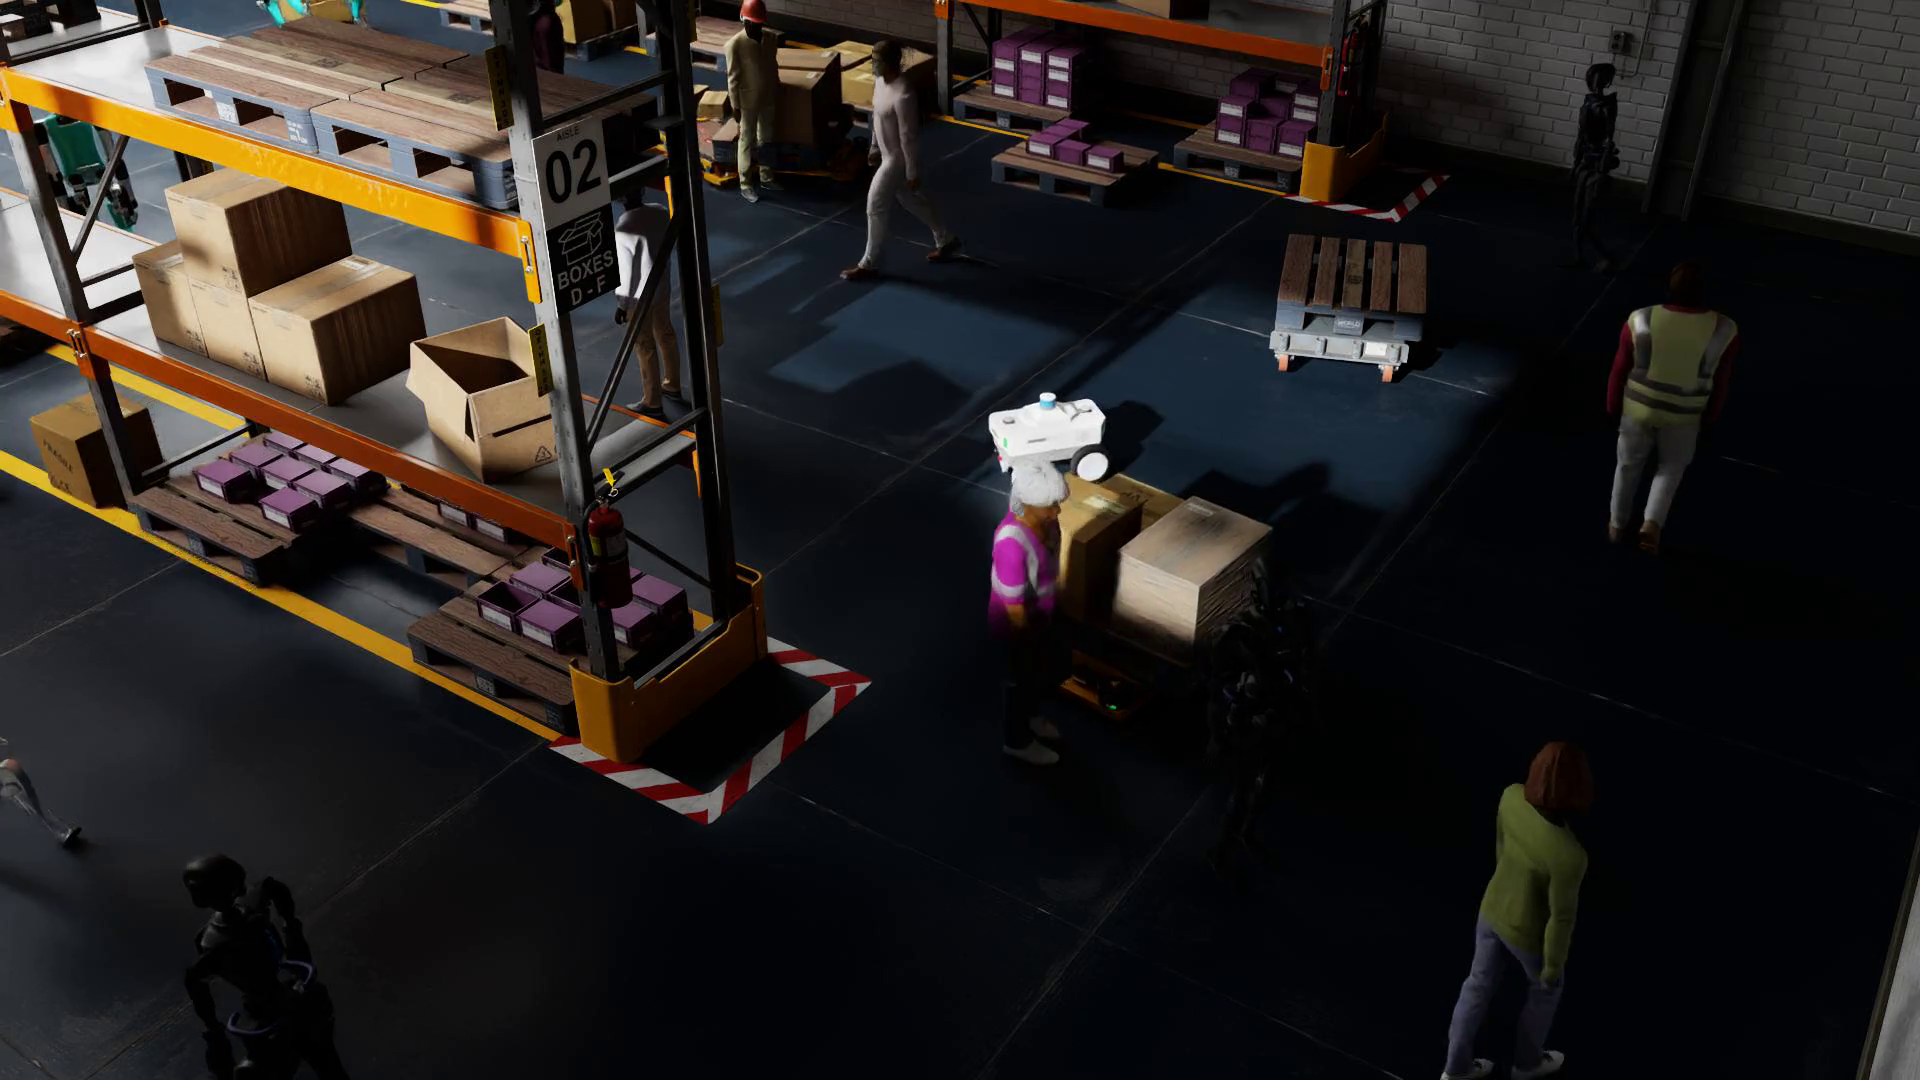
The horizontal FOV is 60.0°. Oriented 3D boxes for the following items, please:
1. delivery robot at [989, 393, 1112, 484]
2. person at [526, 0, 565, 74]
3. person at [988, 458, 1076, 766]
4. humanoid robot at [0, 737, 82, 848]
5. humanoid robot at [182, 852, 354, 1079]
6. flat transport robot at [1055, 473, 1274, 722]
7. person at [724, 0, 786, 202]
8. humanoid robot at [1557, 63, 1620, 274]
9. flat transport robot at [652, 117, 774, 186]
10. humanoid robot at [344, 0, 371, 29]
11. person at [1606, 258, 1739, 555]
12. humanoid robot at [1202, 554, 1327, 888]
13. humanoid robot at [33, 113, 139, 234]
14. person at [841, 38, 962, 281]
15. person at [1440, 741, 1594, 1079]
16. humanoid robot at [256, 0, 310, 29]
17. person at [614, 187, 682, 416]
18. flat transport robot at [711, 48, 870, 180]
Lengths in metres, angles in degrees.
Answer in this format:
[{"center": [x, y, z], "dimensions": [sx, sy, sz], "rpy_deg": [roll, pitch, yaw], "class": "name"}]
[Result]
[{"center": [0.588, -0.651, 10.626], "dimensions": [0.781, 0.610, 0.509], "rpy_deg": [-9, 34, -14], "class": "delivery robot"}, {"center": [-3.569, -4.094, 14.666], "dimensions": [0.442, 1.903, 0.632], "rpy_deg": [-7, 34, -11], "class": "person"}, {"center": [0.346, 0.359, 7.901], "dimensions": [0.394, 1.820, 0.567], "rpy_deg": [15, 36, 21], "class": "person"}, {"center": [-4.461, 0.797, 7.380], "dimensions": [0.837, 1.858, 0.549], "rpy_deg": [-2, 33, -4], "class": "humanoid robot"}, {"center": [-2.459, 1.732, 5.963], "dimensions": [0.793, 1.625, 0.586], "rpy_deg": [7, 34, 11], "class": "humanoid robot"}, {"center": [1.033, 0.473, 9.146], "dimensions": [0.659, 0.231, 1.431], "rpy_deg": [25, 40, 33], "class": "flat transport robot"}, {"center": [-1.744, -3.818, 14.381], "dimensions": [0.342, 1.747, 0.571], "rpy_deg": [27, 41, 34], "class": "person"}, {"center": [5.047, -2.916, 13.079], "dimensions": [0.495, 1.629, 0.628], "rpy_deg": [0, 33, 0], "class": "humanoid robot"}, {"center": [-2.309, -3.634, 15.458], "dimensions": [0.659, 0.231, 1.431], "rpy_deg": [-22, 39, -30], "class": "flat transport robot"}, {"center": [-6.511, -6.052, 17.850], "dimensions": [0.790, 1.794, 0.558], "rpy_deg": [21, 39, 29], "class": "humanoid robot"}, {"center": [4.027, -0.730, 9.565], "dimensions": [0.637, 1.825, 0.530], "rpy_deg": [14, 35, 20], "class": "person"}, {"center": [1.345, 0.781, 7.378], "dimensions": [0.593, 1.656, 0.343], "rpy_deg": [-14, 36, -20], "class": "humanoid robot"}, {"center": [-6.203, -2.350, 12.144], "dimensions": [0.590, 1.771, 0.854], "rpy_deg": [-24, 40, -32], "class": "humanoid robot"}, {"center": [-0.449, -2.985, 12.980], "dimensions": [0.999, 1.893, 0.640], "rpy_deg": [-8, 34, -11], "class": "person"}, {"center": [2.182, 1.465, 6.391], "dimensions": [0.608, 1.600, 0.526], "rpy_deg": [-14, 35, -20], "class": "person"}, {"center": [-7.039, -5.693, 17.282], "dimensions": [0.538, 1.721, 1.050], "rpy_deg": [-28, 42, -35], "class": "humanoid robot"}, {"center": [-2.122, -1.665, 11.078], "dimensions": [0.334, 1.742, 0.560], "rpy_deg": [16, 36, 23], "class": "person"}, {"center": [-1.599, -3.555, 15.337], "dimensions": [1.431, 0.231, 0.659], "rpy_deg": [6, 34, 9], "class": "flat transport robot"}]
